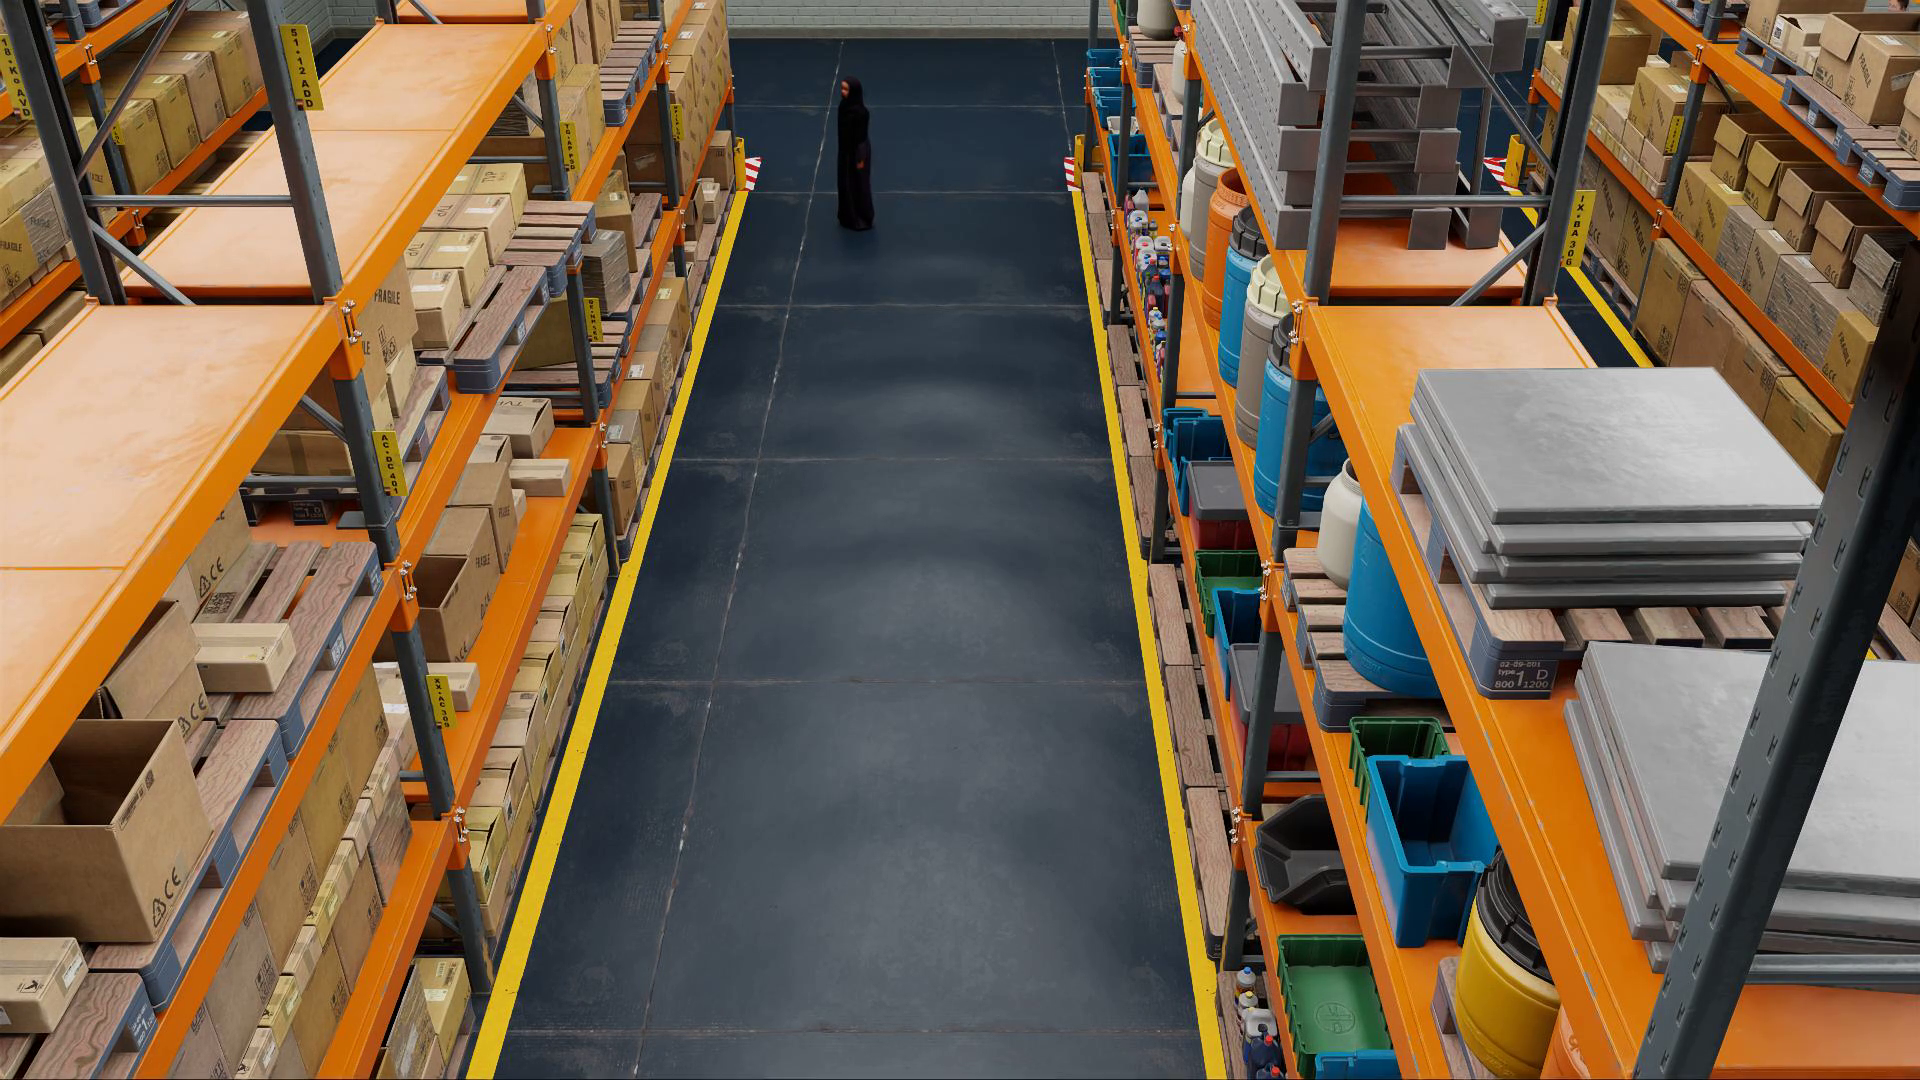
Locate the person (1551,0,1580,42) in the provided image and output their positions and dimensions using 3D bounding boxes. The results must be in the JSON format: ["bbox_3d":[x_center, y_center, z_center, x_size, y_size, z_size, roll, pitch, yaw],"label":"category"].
[{"bbox_3d":[7.931,-7.007,21.854,0.812,1.862,0.633,-9,34,-14],"label":"person"}]

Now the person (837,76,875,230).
[{"bbox_3d":[-1.113,-4.128,17.653,0.783,1.615,0.714,-24,40,-32],"label":"person"}]
